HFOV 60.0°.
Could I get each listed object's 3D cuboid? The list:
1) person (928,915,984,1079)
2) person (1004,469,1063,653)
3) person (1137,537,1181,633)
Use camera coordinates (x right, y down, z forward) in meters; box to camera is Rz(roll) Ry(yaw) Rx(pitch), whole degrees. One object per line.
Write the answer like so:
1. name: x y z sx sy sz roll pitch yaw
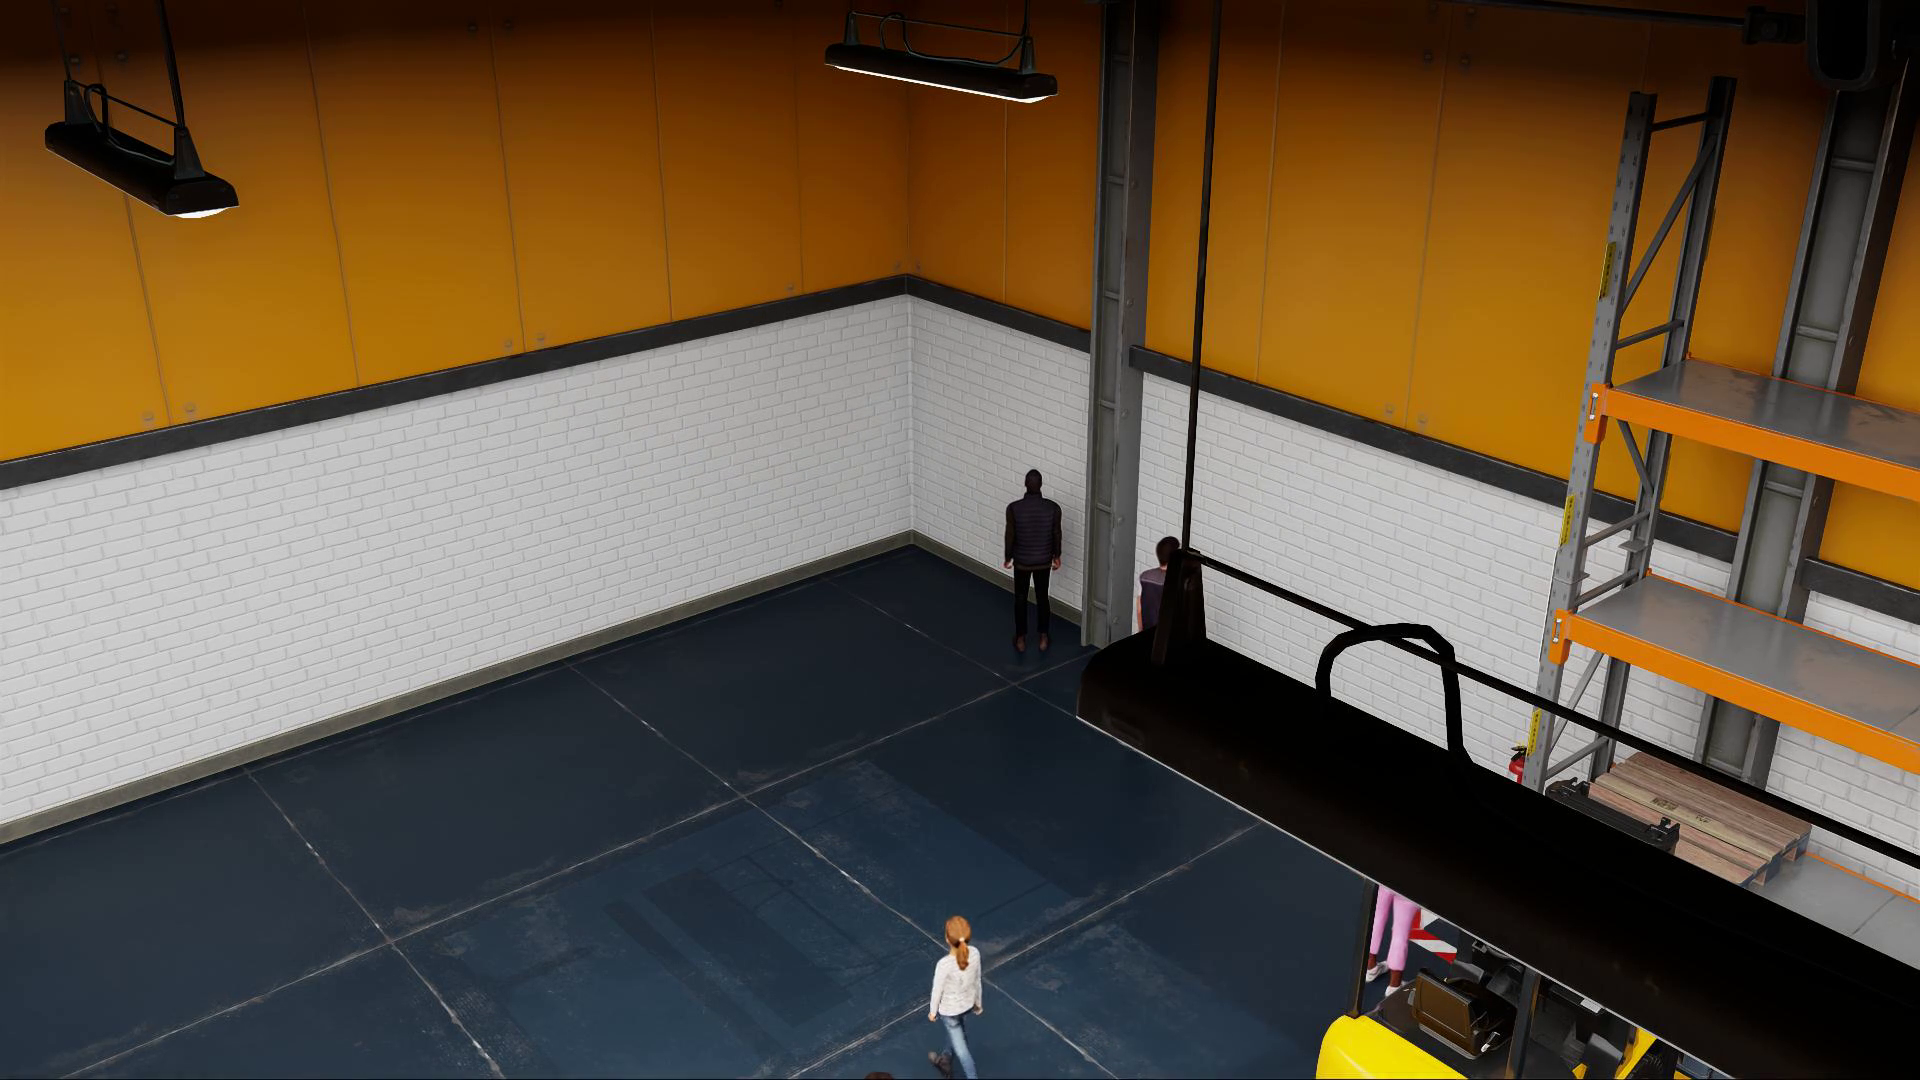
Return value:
1. person: 0.020 2.926 10.232 0.523 1.292 0.908 -16 28 -32
2. person: 0.684 0.188 15.817 0.779 1.836 0.794 -1 24 -3
3. person: 1.750 0.841 14.308 0.646 1.847 0.791 12 26 25
